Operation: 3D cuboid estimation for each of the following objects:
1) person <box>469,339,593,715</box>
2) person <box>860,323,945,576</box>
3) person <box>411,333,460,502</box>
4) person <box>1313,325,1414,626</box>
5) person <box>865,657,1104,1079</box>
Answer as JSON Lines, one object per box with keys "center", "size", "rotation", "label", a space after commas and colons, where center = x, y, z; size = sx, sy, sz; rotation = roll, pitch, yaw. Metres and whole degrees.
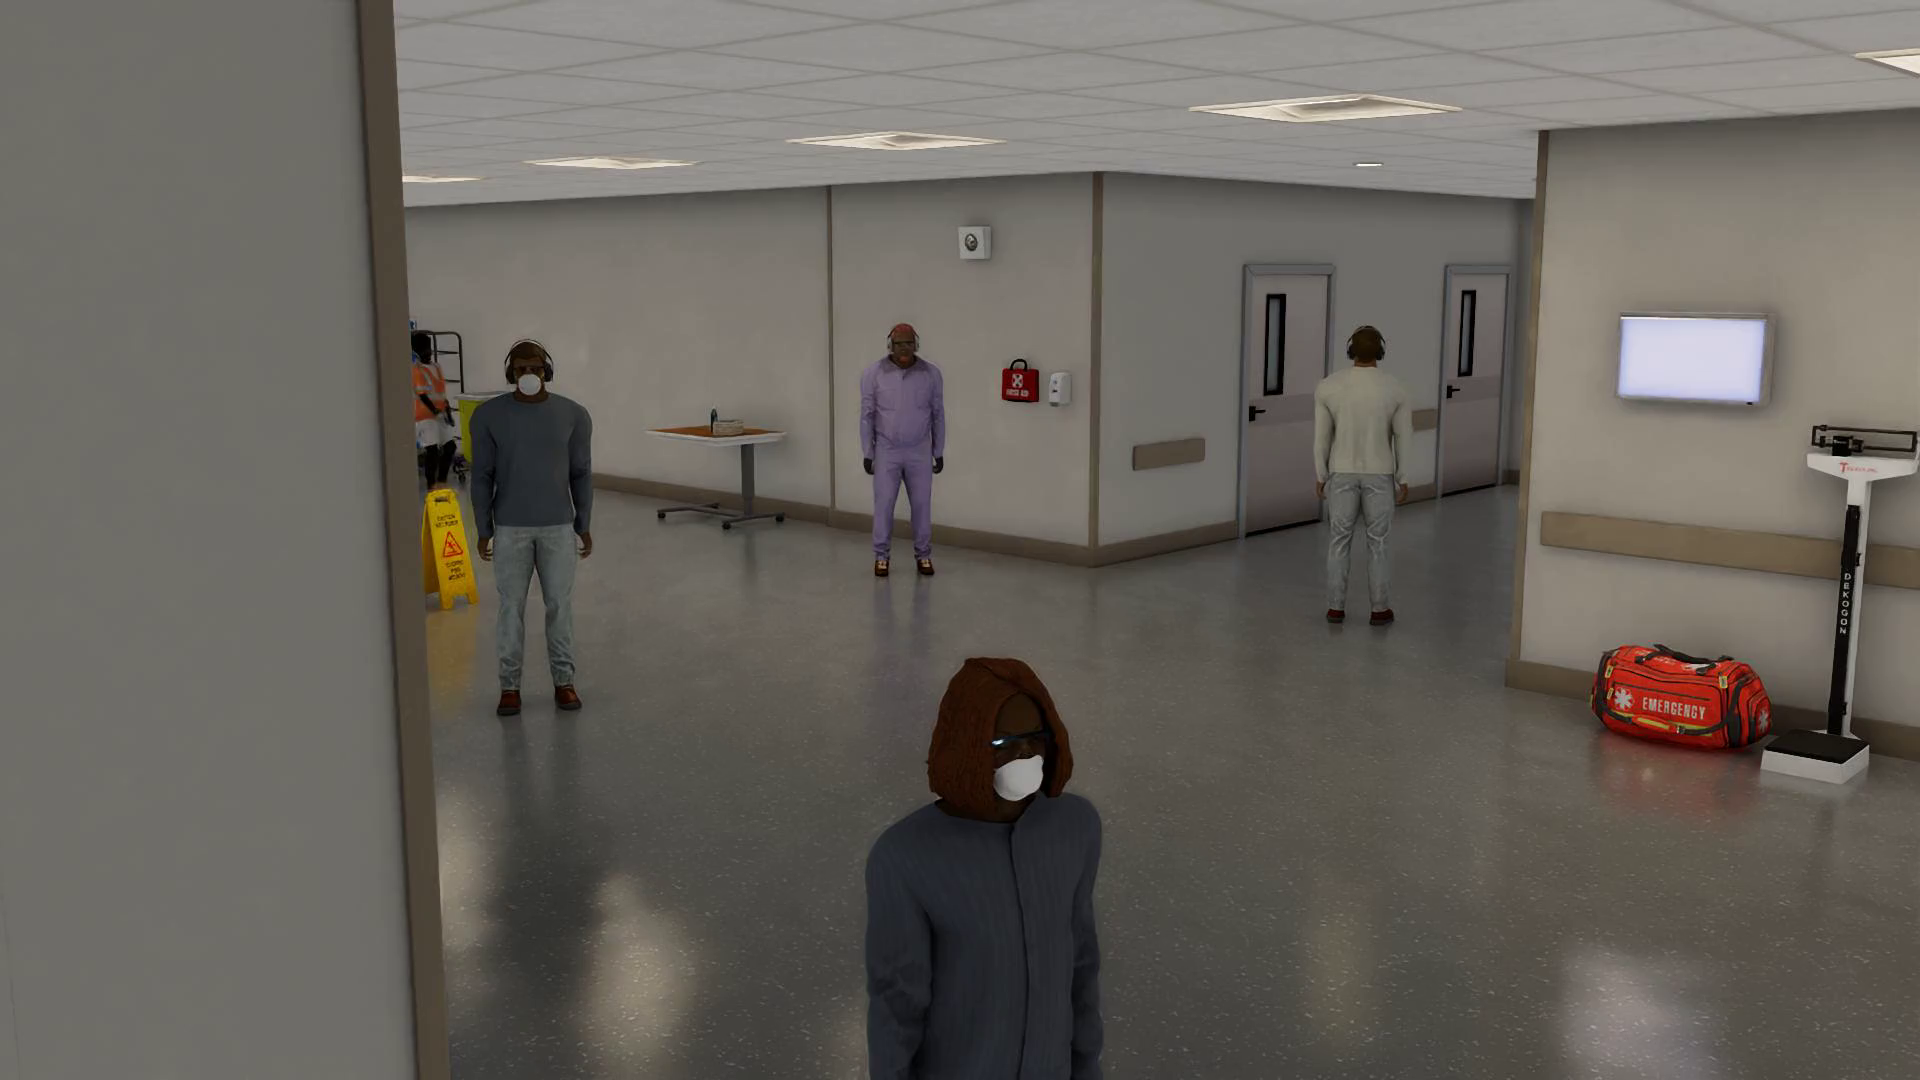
{"center": [-2.206, -0.066, 8.632], "size": [0.629, 1.940, 0.373], "rotation": [-3, 10, -19], "label": "person"}
{"center": [-0.425, -0.670, 12.468], "size": [0.648, 1.899, 0.399], "rotation": [-2, 9, -10], "label": "person"}
{"center": [-5.150, -1.199, 16.393], "size": [0.472, 1.671, 0.572], "rotation": [2, 9, 13], "label": "person"}
{"center": [2.597, -0.411, 10.740], "size": [0.632, 1.940, 0.368], "rotation": [3, 10, 20], "label": "person"}
{"center": [0.060, 1.006, 2.988], "size": [0.503, 1.633, 0.280], "rotation": [-7, 11, -35], "label": "person"}
